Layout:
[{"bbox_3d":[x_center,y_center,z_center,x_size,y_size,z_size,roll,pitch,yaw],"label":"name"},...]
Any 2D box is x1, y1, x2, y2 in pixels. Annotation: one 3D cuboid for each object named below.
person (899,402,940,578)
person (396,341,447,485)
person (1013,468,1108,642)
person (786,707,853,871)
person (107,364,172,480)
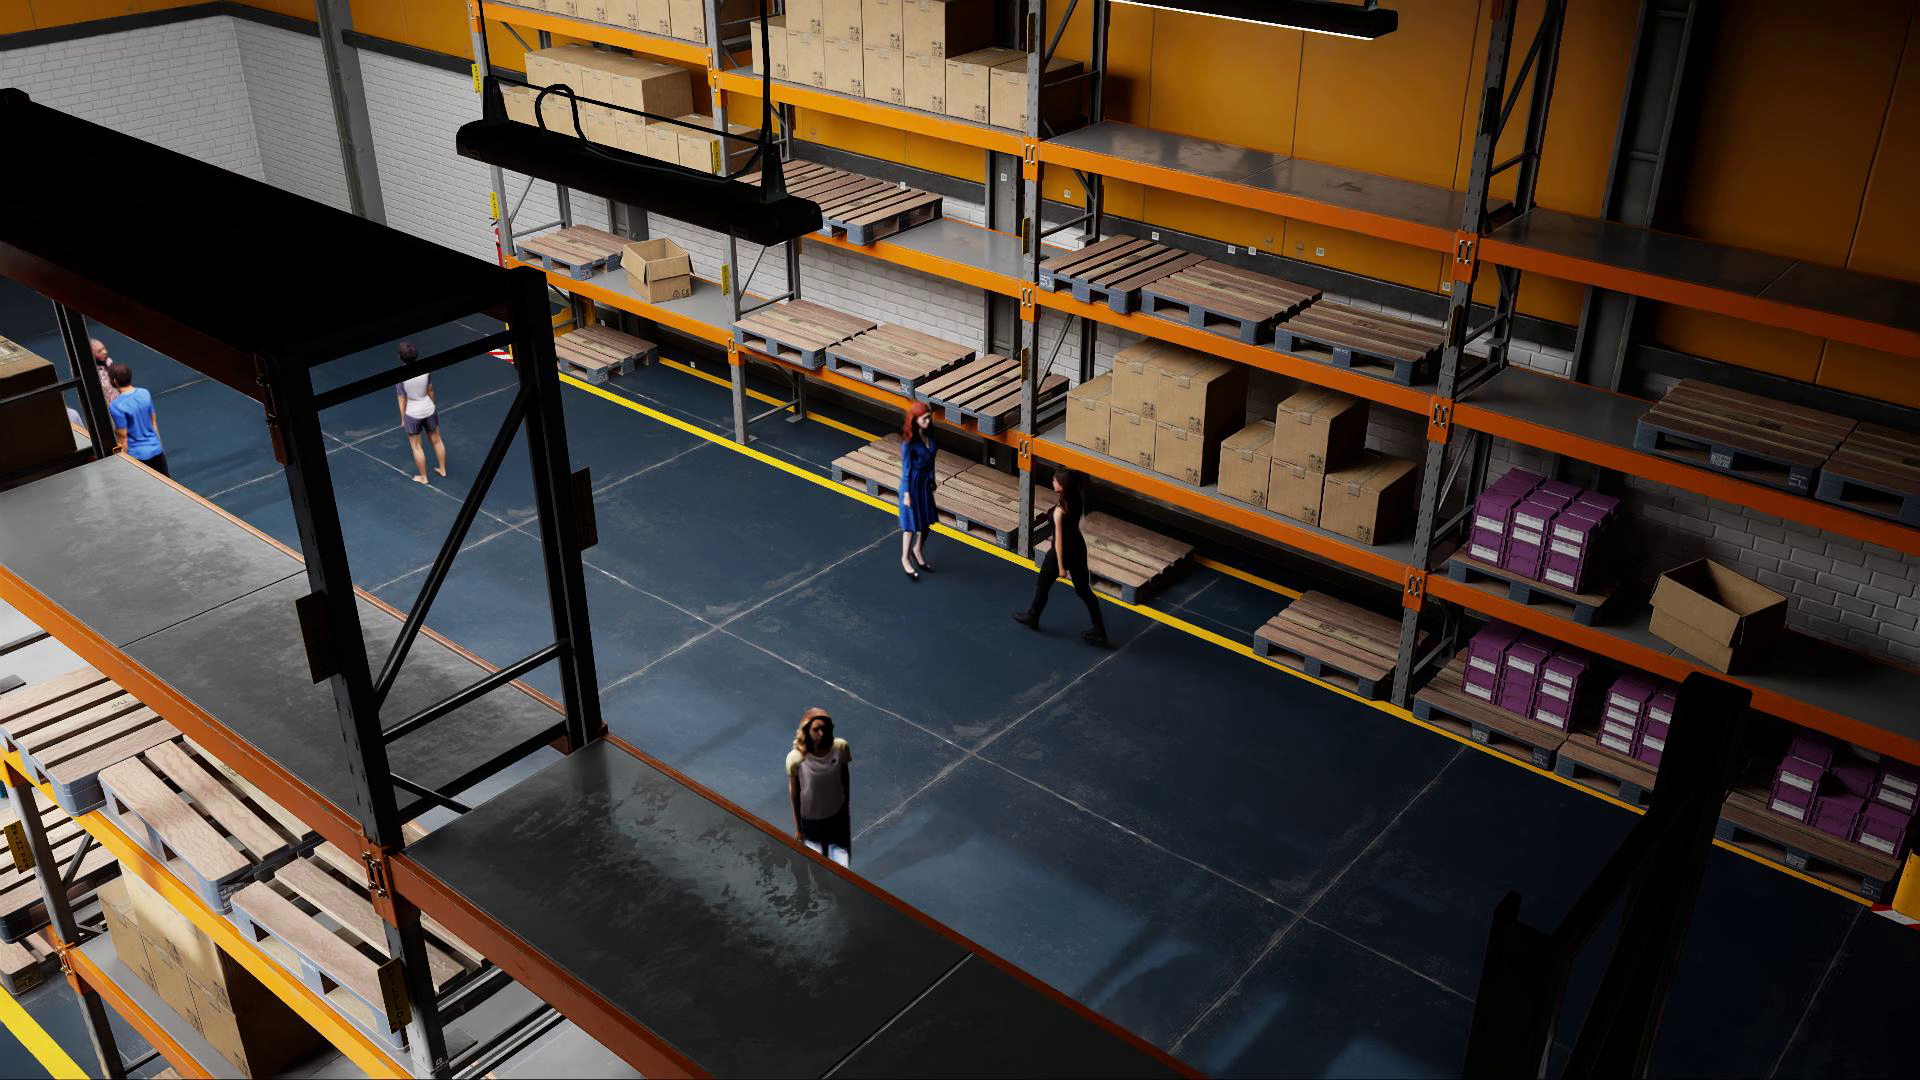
[{"bbox_3d":[-0.400,-0.466,15.498,0.611,1.814,0.615,19,34,31],"label":"person"},{"bbox_3d":[-5.651,-1.344,17.368,0.581,1.565,0.548,-25,37,-38],"label":"person"},{"bbox_3d":[1.008,0.167,14.512,1.148,1.647,0.651,18,33,30],"label":"person"},{"bbox_3d":[-0.987,1.837,11.381,0.743,1.714,0.771,-12,31,-21],"label":"person"},{"bbox_3d":[-7.897,-0.832,16.125,0.663,1.857,0.681,12,31,20],"label":"person"}]
